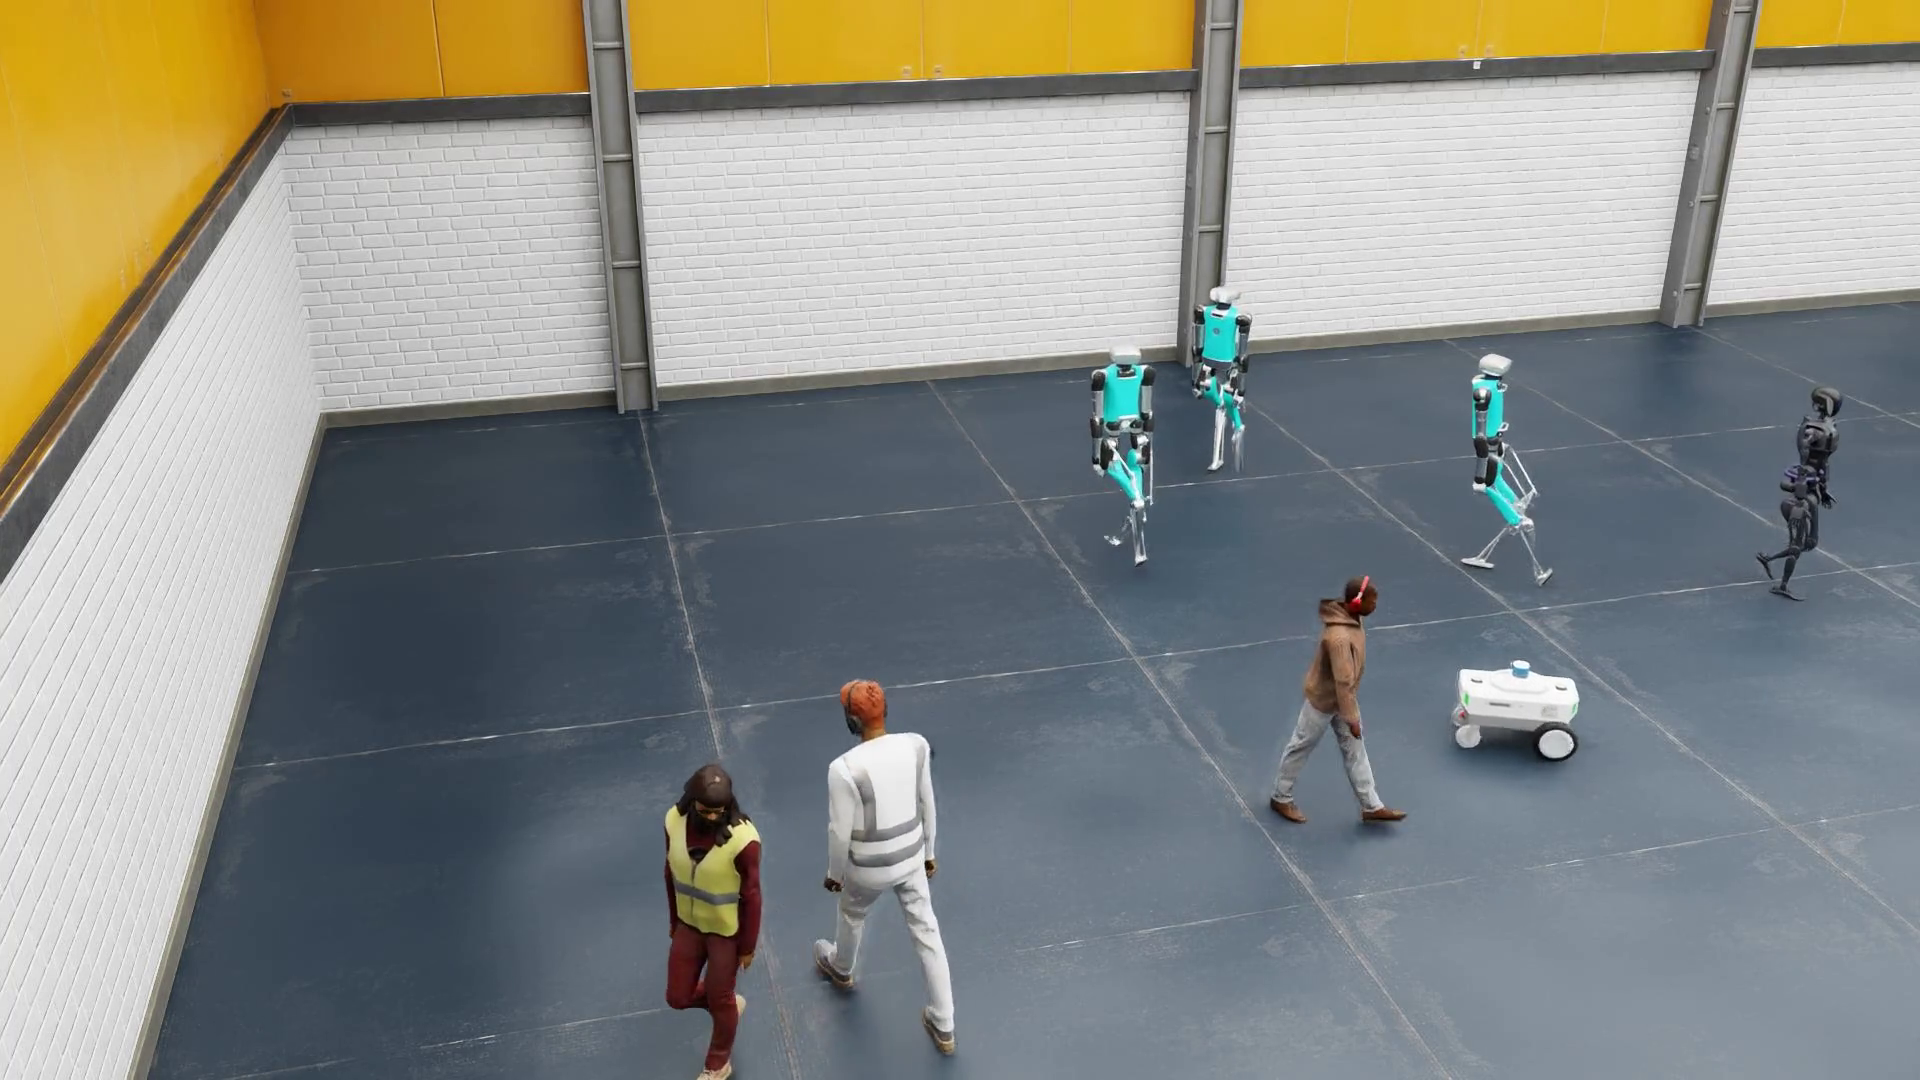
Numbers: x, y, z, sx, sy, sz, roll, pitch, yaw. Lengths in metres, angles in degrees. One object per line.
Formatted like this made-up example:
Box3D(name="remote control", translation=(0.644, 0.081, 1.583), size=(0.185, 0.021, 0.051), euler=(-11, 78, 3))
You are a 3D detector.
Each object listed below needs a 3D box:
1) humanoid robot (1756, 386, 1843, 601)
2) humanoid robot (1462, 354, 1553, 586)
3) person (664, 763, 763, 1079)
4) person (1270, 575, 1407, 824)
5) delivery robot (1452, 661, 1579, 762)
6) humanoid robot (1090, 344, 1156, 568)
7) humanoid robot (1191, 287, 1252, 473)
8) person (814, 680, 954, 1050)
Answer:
Box3D(name="humanoid robot", translation=(6.280, -0.371, 12.454), size=(0.444, 1.643, 0.597), euler=(22, 32, 40))
Box3D(name="humanoid robot", translation=(4.285, -0.486, 12.718), size=(0.886, 1.829, 0.548), euler=(12, 26, 24))
Box3D(name="person", translation=(-1.120, 1.757, 7.528), size=(0.492, 1.749, 0.441), euler=(11, 26, 23))
Box3D(name="person", translation=(2.212, 0.949, 9.531), size=(0.843, 1.601, 0.491), euler=(12, 26, 25))
Box3D(name="delivery robot", translation=(3.565, 1.067, 10.604), size=(0.812, 0.614, 0.499), euler=(4, 24, 10))
Box3D(name="humanoid robot", translation=(1.367, -0.573, 12.937), size=(0.530, 1.788, 1.059), euler=(-8, 25, -17))
Box3D(name="humanoid robot", translation=(2.378, -1.359, 14.765), size=(0.541, 1.897, 0.713), euler=(15, 28, 31))
Box3D(name="person", translation=(-0.398, 1.517, 8.009), size=(0.587, 1.800, 1.047), euler=(-16, 28, -32))
